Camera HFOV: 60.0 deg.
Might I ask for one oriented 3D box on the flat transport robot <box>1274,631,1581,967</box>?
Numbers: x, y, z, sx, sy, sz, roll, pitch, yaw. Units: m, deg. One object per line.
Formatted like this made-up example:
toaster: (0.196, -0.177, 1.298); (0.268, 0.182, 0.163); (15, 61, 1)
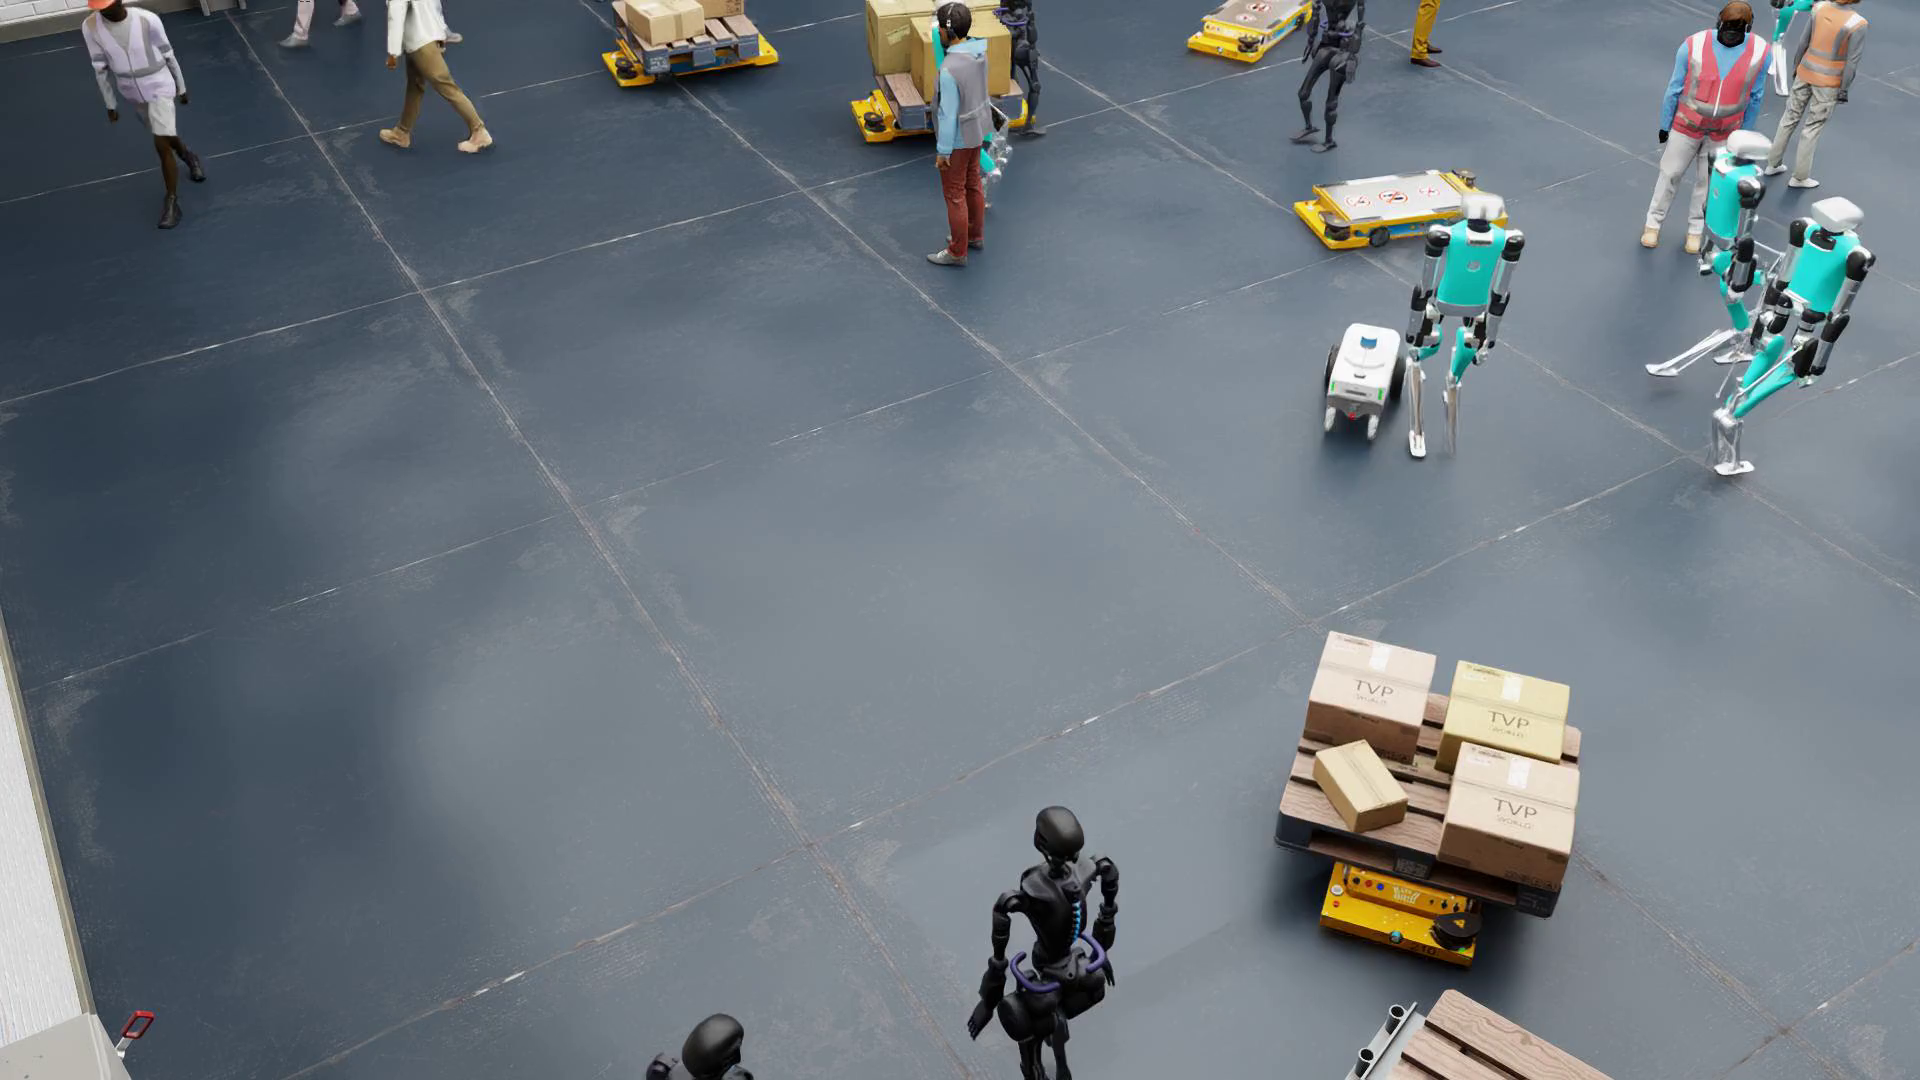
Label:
flat transport robot: (2.128, 1.284, 7.671); (0.659, 0.231, 1.431); (13, 40, 16)

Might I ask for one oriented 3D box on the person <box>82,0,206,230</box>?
person: (-5.990, -3.350, 12.248); (0.554, 1.863, 1.022); (-3, 39, -4)

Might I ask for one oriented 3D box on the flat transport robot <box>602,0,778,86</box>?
flat transport robot: (-2.397, -4.320, 14.743); (1.431, 0.231, 0.659); (-15, 41, -18)

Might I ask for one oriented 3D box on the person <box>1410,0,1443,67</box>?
person: (4.182, -5.009, 14.426); (0.342, 1.750, 0.528); (8, 39, 11)

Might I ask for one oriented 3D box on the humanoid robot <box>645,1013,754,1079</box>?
humanoid robot: (-0.824, 2.153, 5.449); (0.589, 1.646, 0.466); (16, 41, 19)

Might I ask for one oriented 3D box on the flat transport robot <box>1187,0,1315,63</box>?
flat transport robot: (2.716, -4.770, 15.310); (0.659, 0.231, 1.431); (22, 44, 26)

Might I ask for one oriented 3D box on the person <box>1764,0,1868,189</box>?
person: (6.499, -3.473, 12.571); (0.311, 1.636, 0.517); (-16, 41, -19)

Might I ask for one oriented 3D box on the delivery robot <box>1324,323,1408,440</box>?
delivery robot: (2.511, -1.039, 10.354); (0.499, 0.571, 0.756); (13, 40, 15)

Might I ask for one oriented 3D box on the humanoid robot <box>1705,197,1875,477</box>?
humanoid robot: (4.559, -1.014, 9.471); (0.711, 1.894, 0.543); (-14, 40, -17)

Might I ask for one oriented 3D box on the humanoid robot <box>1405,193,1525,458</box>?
humanoid robot: (2.843, -1.240, 9.730); (0.543, 1.870, 0.662); (3, 38, 4)

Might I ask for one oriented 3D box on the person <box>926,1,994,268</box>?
person: (0.016, -2.789, 11.523); (0.412, 1.872, 0.538); (16, 41, 19)

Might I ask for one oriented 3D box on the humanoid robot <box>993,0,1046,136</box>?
humanoid robot: (0.451, -4.020, 13.228); (0.354, 1.657, 0.589); (-16, 41, -19)

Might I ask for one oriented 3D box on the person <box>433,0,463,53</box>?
person: (-4.753, -5.256, 14.624); (0.337, 1.882, 0.583); (12, 40, 14)

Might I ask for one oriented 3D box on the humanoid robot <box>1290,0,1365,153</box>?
humanoid robot: (2.923, -3.840, 13.001); (0.331, 1.654, 0.608); (-20, 43, -23)

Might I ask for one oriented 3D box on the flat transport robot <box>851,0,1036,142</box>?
flat transport robot: (-0.141, -3.592, 13.824); (1.431, 0.231, 0.659); (-9, 39, -11)

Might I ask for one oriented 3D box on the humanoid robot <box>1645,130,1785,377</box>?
humanoid robot: (4.866, -1.710, 10.263); (1.004, 1.721, 0.553); (-4, 39, -5)

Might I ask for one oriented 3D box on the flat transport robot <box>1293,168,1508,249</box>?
flat transport robot: (3.288, -2.474, 12.414); (1.431, 0.231, 0.659); (-9, 39, -12)

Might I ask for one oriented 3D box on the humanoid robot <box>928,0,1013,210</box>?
humanoid robot: (0.149, -3.056, 12.007); (0.740, 1.824, 0.539); (-5, 39, -6)

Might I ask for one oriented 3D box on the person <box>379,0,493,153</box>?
person: (-4.226, -3.858, 13.002); (0.960, 1.704, 0.609); (2, 38, 3)

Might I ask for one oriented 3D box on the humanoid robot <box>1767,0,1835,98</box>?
humanoid robot: (7.015, -4.618, 13.964); (0.558, 1.742, 1.047); (3, 39, 4)

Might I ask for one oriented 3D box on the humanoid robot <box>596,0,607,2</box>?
humanoid robot: (-3.489, -5.949, 15.661); (0.325, 1.652, 0.589); (-28, 46, -31)

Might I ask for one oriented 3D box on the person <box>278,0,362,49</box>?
person: (-5.890, -5.368, 14.844); (0.592, 1.783, 0.985); (26, 45, 29)

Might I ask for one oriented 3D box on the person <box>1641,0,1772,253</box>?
person: (5.239, -2.897, 11.694); (0.630, 1.837, 0.431); (10, 40, 13)

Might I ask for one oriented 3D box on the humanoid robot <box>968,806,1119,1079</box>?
humanoid robot: (0.319, 1.627, 6.110); (0.609, 1.645, 0.360); (-21, 43, -24)
